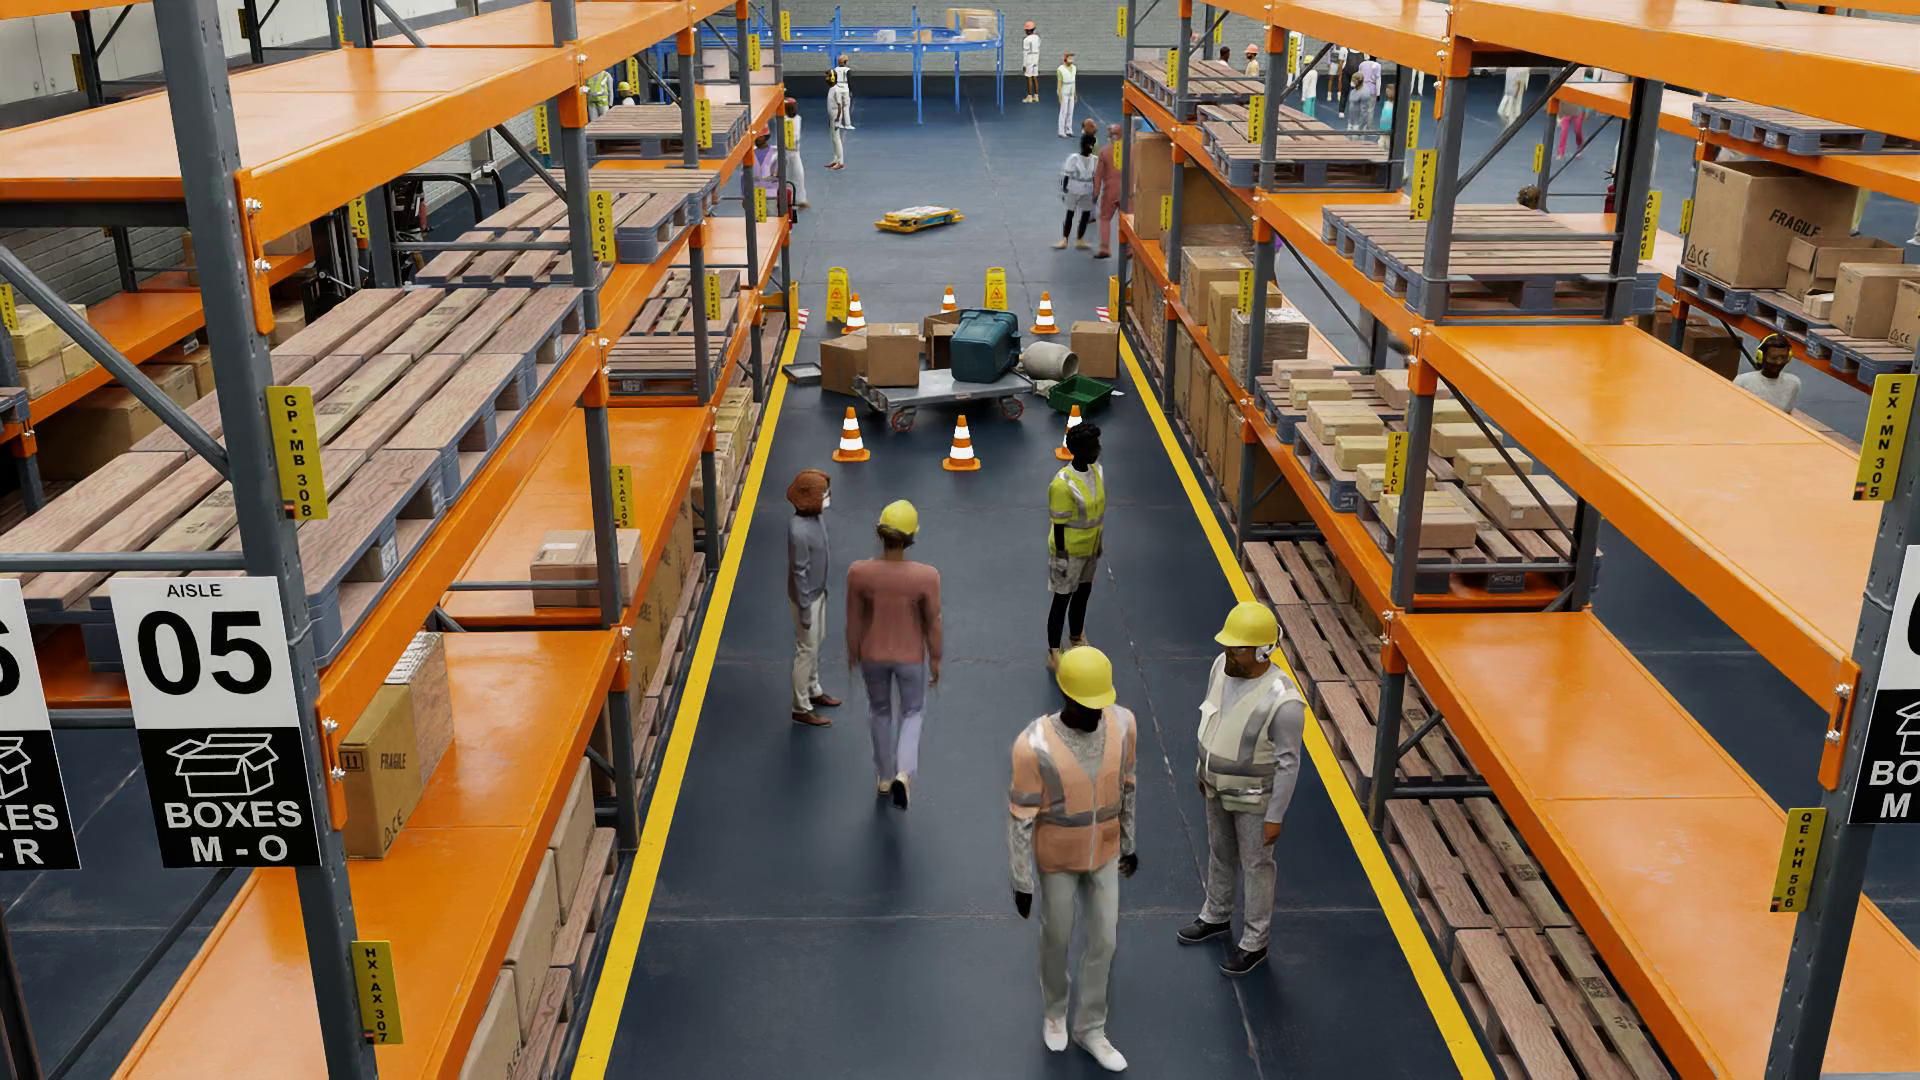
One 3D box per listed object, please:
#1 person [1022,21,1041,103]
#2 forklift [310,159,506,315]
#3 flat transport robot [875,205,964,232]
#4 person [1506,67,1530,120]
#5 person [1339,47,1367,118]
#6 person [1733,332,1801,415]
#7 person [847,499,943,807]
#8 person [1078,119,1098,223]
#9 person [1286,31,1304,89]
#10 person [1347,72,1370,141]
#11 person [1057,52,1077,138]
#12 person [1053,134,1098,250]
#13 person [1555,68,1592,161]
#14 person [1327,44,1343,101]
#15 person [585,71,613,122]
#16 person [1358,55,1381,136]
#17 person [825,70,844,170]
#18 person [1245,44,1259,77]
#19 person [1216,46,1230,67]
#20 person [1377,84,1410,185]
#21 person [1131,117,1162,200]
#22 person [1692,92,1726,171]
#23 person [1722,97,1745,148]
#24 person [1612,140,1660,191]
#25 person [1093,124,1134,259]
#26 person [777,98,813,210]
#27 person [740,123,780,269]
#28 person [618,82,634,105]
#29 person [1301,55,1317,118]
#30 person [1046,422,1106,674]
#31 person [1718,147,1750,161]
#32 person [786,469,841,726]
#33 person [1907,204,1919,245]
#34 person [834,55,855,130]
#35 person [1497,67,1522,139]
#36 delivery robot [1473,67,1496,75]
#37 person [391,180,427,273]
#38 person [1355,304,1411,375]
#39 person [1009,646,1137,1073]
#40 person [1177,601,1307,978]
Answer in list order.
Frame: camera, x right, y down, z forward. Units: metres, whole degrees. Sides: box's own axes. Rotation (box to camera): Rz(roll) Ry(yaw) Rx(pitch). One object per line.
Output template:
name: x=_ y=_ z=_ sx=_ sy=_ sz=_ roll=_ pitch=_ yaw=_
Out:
person: x=1.816 y=-12.365 z=43.053 sx=0.402 sy=2.037 sz=0.605 roll=17 pitch=26 yaw=37
forklift: x=-5.622 y=-2.910 z=17.832 sx=2.313 sy=2.155 sz=1.214 roll=-1 pitch=21 yaw=-1
flat transport robot: x=-0.632 y=-5.102 z=26.301 sx=0.652 sy=0.197 sz=1.431 roll=16 pitch=26 yaw=36
person: x=13.219 y=-10.799 z=39.465 sx=0.507 sy=1.632 sz=0.274 roll=5 pitch=21 yaw=13
person: x=9.422 y=-11.158 z=39.847 sx=0.689 sy=2.000 sz=0.539 roll=-1 pitch=21 yaw=-3
person: x=5.842 y=-0.613 z=12.214 sx=0.534 sy=1.868 sz=0.310 roll=-1 pitch=21 yaw=-2
person: x=-0.370 y=0.650 z=9.058 sx=0.539 sy=1.750 sz=0.532 roll=2 pitch=21 yaw=6
person: x=2.052 y=-5.857 z=26.416 sx=0.280 sy=1.628 sz=0.503 roll=-3 pitch=21 yaw=-8
person: x=9.283 y=-13.508 z=46.279 sx=0.575 sy=1.883 sz=0.355 roll=-10 pitch=23 yaw=-24
person: x=7.342 y=-7.679 z=30.816 sx=0.386 sy=1.930 sz=0.632 roll=-4 pitch=21 yaw=-11
person: x=2.320 y=-9.723 z=36.347 sx=0.396 sy=1.831 sz=0.575 roll=17 pitch=27 yaw=38
person: x=1.707 y=-5.066 z=24.271 sx=0.682 sy=1.674 sz=0.322 roll=-8 pitch=22 yaw=-19
person: x=12.238 y=-8.576 z=33.125 sx=0.632 sy=1.969 sz=0.862 roll=14 pitch=25 yaw=33
person: x=9.869 y=-12.475 z=43.322 sx=0.606 sy=2.045 sz=0.389 roll=0 pitch=21 yaw=1
person: x=-7.524 y=-9.070 z=34.615 sx=0.621 sy=1.838 sz=0.429 roll=3 pitch=21 yaw=7
person: x=9.024 y=-9.888 z=36.648 sx=0.367 sy=1.926 sz=0.594 roll=-16 pitch=26 yaw=-36
person: x=-2.422 y=-8.057 z=31.890 sx=0.310 sy=1.868 sz=0.532 roll=-7 pitch=22 yaw=-18
person: x=6.431 y=-9.989 z=36.896 sx=0.351 sy=1.942 sz=0.545 roll=2 pitch=21 yaw=4
person: x=5.748 y=-9.931 z=36.792 sx=0.399 sy=1.909 sz=0.599 roll=-6 pitch=21 yaw=-15
person: x=7.736 y=-7.289 z=29.937 sx=0.845 sy=1.817 sz=0.582 roll=-4 pitch=21 yaw=-11
person: x=3.123 y=-6.703 z=28.346 sx=0.627 sy=1.847 sz=0.429 roll=-6 pitch=22 yaw=-16
person: x=14.341 y=-7.961 z=31.602 sx=0.617 sy=1.899 sz=0.605 roll=-4 pitch=21 yaw=-10
person: x=15.261 y=-8.345 z=32.611 sx=0.406 sy=1.903 sz=0.582 roll=-14 pitch=25 yaw=-33
person: x=9.756 y=-5.168 z=24.156 sx=0.632 sy=1.940 sz=0.368 roll=-1 pitch=21 yaw=-2
person: x=2.301 y=-4.923 z=23.591 sx=0.835 sy=1.894 sz=0.454 roll=-1 pitch=21 yaw=-4
person: x=-2.779 y=-6.347 z=27.393 sx=0.880 sy=1.841 sz=0.598 roll=15 pitch=25 yaw=35
person: x=-2.708 y=-4.743 z=22.891 sx=0.613 sy=2.039 sz=0.393 roll=1 pitch=21 yaw=2
person: x=-6.172 y=-7.624 z=30.922 sx=0.324 sy=1.740 sz=0.492 roll=1 pitch=21 yaw=2
person: x=7.568 y=-9.639 z=36.217 sx=0.330 sy=1.765 sz=0.533 roll=14 pitch=25 yaw=33
person: x=0.751 y=0.049 z=10.716 sx=0.319 sy=1.692 sz=0.537 roll=14 pitch=25 yaw=33
person: x=11.021 y=-4.969 z=23.639 sx=0.656 sy=1.922 sz=0.707 roll=-12 pitch=24 yaw=-28
person: x=-0.901 y=0.340 z=10.038 sx=0.278 sy=1.622 sz=0.510 roll=3 pitch=21 yaw=7
person: x=14.442 y=-5.252 z=24.665 sx=0.494 sy=1.734 sz=0.324 roll=-1 pitch=21 yaw=-3
person: x=-2.649 y=-10.171 z=37.796 sx=0.511 sy=1.641 sz=0.309 roll=16 pitch=26 yaw=36
person: x=11.932 y=-9.641 z=36.110 sx=0.394 sy=1.848 sz=0.520 roll=-8 pitch=22 yaw=-20
delivery robot: x=15.667 y=-14.133 z=49.645 sx=0.707 sy=0.478 sz=0.477 roll=-12 pitch=24 yaw=-28
person: x=-6.937 y=-3.922 z=20.712 sx=0.614 sy=2.048 sz=0.361 roll=-17 pitch=27 yaw=-38
person: x=4.423 y=-2.562 z=17.298 sx=0.747 sy=1.919 sz=0.625 roll=-7 pitch=22 yaw=-18
person: x=0.512 y=1.342 z=6.990 sx=0.630 sy=1.904 sz=0.517 roll=-9 pitch=23 yaw=-23
person: x=1.287 y=1.131 z=7.651 sx=0.403 sy=1.834 sz=0.588 roll=-12 pitch=24 yaw=-28
